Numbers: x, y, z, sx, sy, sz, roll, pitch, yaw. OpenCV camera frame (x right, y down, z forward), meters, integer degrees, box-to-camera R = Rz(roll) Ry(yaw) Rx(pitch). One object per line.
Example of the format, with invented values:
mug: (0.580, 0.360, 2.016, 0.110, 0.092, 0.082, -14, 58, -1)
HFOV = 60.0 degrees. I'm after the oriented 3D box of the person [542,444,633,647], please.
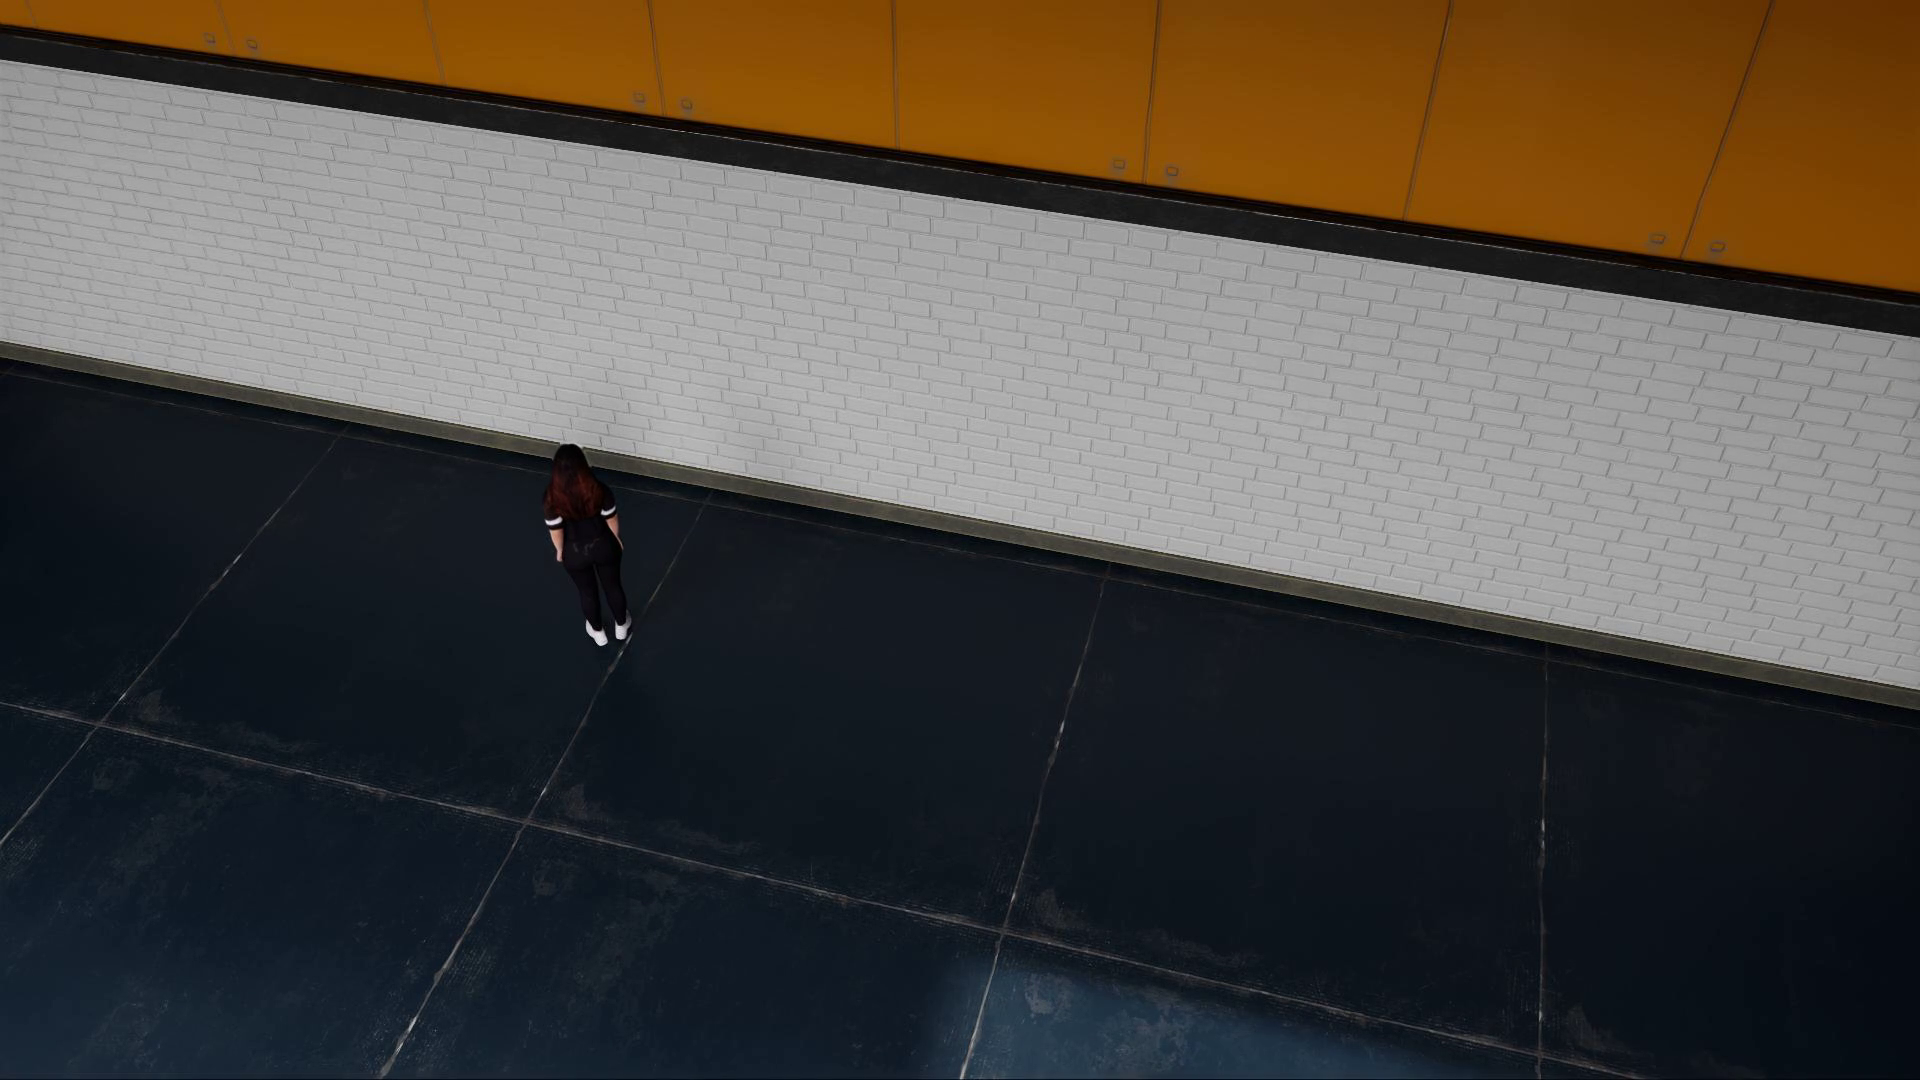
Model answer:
person: (-2.392, 0.043, 10.721, 0.709, 1.638, 0.740, -11, 45, -12)
